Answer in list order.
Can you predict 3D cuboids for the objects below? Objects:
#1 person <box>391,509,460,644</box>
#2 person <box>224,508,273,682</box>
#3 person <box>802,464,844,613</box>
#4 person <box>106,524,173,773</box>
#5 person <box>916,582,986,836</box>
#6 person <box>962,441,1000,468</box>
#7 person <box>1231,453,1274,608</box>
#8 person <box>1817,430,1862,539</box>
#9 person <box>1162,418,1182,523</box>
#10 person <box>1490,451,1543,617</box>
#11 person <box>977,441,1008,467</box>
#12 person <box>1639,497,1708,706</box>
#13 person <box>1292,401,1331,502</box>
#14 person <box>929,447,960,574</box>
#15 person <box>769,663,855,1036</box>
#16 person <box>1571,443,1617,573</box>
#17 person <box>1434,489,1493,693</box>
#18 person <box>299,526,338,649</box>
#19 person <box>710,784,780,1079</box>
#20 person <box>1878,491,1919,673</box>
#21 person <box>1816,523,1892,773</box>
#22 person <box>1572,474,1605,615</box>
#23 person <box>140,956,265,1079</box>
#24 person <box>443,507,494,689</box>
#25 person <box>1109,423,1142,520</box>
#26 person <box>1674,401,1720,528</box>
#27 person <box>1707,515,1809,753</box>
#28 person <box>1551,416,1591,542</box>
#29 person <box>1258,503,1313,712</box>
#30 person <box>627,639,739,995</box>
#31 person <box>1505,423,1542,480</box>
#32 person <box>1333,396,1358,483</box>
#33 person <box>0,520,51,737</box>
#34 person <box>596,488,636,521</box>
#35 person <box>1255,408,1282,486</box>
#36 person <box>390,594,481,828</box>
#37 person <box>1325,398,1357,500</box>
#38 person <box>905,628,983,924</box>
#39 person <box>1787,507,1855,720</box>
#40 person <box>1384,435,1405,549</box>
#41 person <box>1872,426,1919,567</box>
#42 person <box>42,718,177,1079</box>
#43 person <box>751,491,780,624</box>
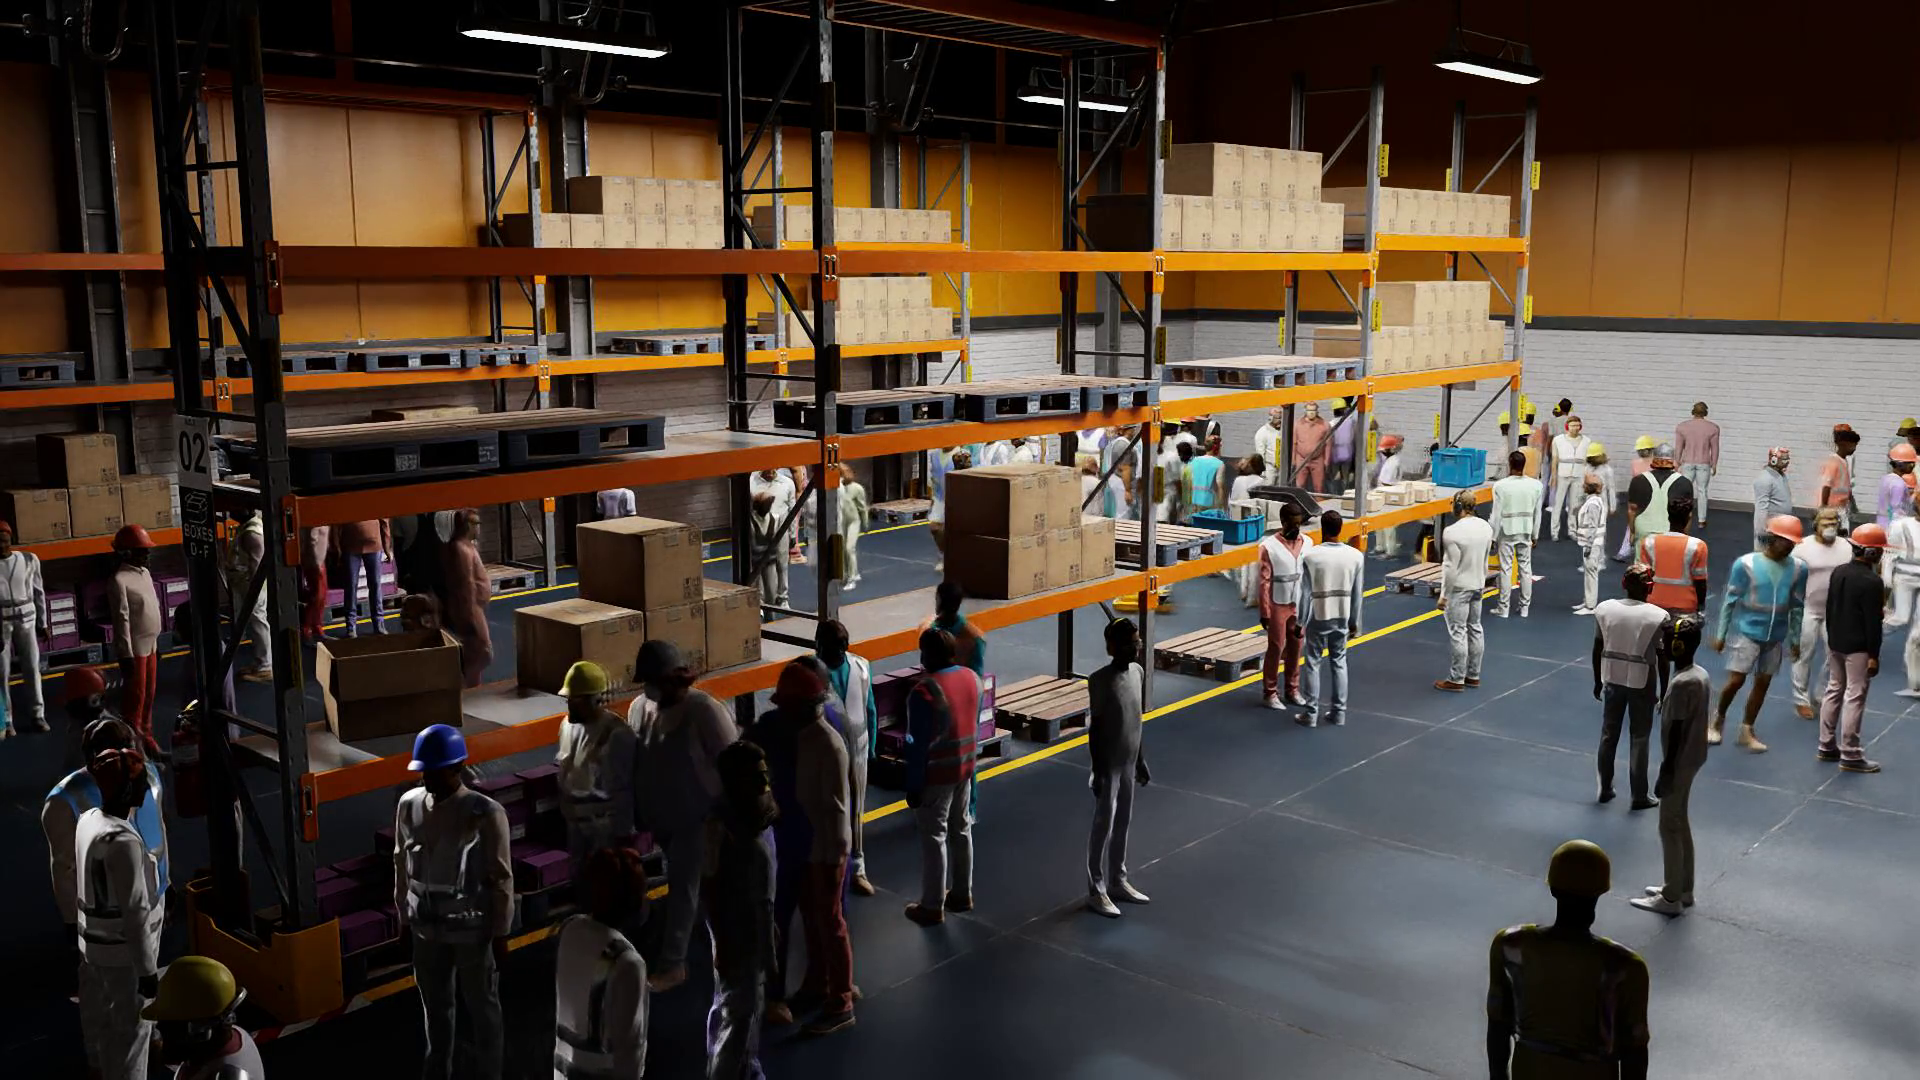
[{"bbox_3d":[-5.393,0.230,16.909,0.682,2.000,0.535,-3,10,-16],"label":"person"},{"bbox_3d":[-6.904,0.454,16.169,0.429,1.841,0.633,-5,11,-25],"label":"person"},{"bbox_3d":[-1.581,-0.077,19.271,0.569,1.868,0.504,4,10,24],"label":"person"},{"bbox_3d":[-6.554,0.861,13.282,0.381,1.994,0.620,-1,10,-7],"label":"person"},{"bbox_3d":[-0.045,1.187,11.711,0.614,1.863,0.651,6,11,33],"label":"person"},{"bbox_3d":[0.293,-0.891,23.791,0.607,1.987,0.410,-5,11,-27],"label":"person"},{"bbox_3d":[3.468,-0.111,19.597,0.550,1.817,0.458,8,13,41],"label":"person"},{"bbox_3d":[11.268,-0.436,21.222,0.782,1.924,0.610,7,12,35],"label":"person"},{"bbox_3d":[3.014,-0.922,24.163,0.398,1.920,0.587,4,10,22],"label":"person"},{"bbox_3d":[6.353,-0.065,19.035,0.593,1.920,0.391,-1,10,-7],"label":"person"},{"bbox_3d":[0.410,-0.713,22.854,0.372,1.933,0.551,-8,12,-40],"label":"person"},{"bbox_3d":[6.445,0.580,15.041,0.602,1.967,0.366,9,13,42],"label":"person"},{"bbox_3d":[5.495,-1.238,26.128,0.641,1.897,0.400,3,10,15],"label":"person"},{"bbox_3d":[-0.169,-0.526,21.518,0.660,2.014,0.538,6,11,33],"label":"person"},{"bbox_3d":[-0.785,1.616,8.813,0.414,1.985,0.635,-5,11,-28],"label":"person"},{"bbox_3d":[8.271,-0.417,21.764,0.738,1.711,0.497,-5,11,-29],"label":"person"},{"bbox_3d":[4.751,0.479,15.727,0.627,1.940,0.376,-7,12,-35],"label":"person"},{"bbox_3d":[-6.814,0.270,17.558,0.485,1.743,0.621,-2,10,-12],"label":"person"},{"bbox_3d":[-1.043,1.925,7.804,0.432,1.704,0.534,-4,10,-21],"label":"person"},{"bbox_3d":[9.406,0.396,16.467,0.576,1.867,0.643,0,10,-1],"label":"person"},{"bbox_3d":[7.189,0.851,13.343,0.395,1.994,0.613,-1,10,-4],"label":"person"},{"bbox_3d":[7.267,0.049,19.185,0.306,1.640,0.522,3,10,20],"label":"person"},{"bbox_3d":[-2.461,2.246,5.495,0.403,1.832,0.595,-5,11,-26],"label":"person"},{"bbox_3d":[-4.391,0.649,14.827,0.498,1.893,0.672,-3,10,-20],"label":"person"},{"bbox_3d":[2.295,-0.721,22.592,0.535,2.000,0.700,0,10,-2],"label":"person"},{"bbox_3d":[11.276,-1.154,25.482,0.630,1.940,0.370,4,10,25],"label":"person"},{"bbox_3d":[6.629,0.776,13.763,0.666,2.011,0.545,0,10,1],"label":"person"},{"bbox_3d":[8.867,-0.894,24.197,0.564,1.846,0.392,0,10,-3],"label":"person"},{"bbox_3d":[2.950,0.598,15.121,0.597,1.908,0.401,-6,11,-31],"label":"person"},{"bbox_3d":[-1.565,1.457,9.583,0.703,2.000,1.031,6,11,32],"label":"person"},{"bbox_3d":[7.510,-0.610,22.315,0.595,1.911,0.399,-5,11,-29],"label":"person"},{"bbox_3d":[7.129,-1.901,30.668,0.320,1.692,0.531,-7,12,-35],"label":"person"},{"bbox_3d":[-8.158,0.754,14.280,0.600,1.876,0.371,-9,13,-42],"label":"person"},{"bbox_3d":[-4.058,-0.076,19.761,0.540,1.695,0.317,4,10,25],"label":"person"},{"bbox_3d":[4.703,-1.038,24.927,0.652,1.897,0.399,-7,12,-35],"label":"person"},{"bbox_3d":[-3.552,1.275,11.242,0.653,1.861,0.985,9,13,43],"label":"person"},{"bbox_3d":[6.086,-1.333,26.651,0.649,1.912,0.473,-1,10,-5],"label":"person"},{"bbox_3d":[-0.122,1.445,10.280,0.430,1.839,0.638,7,12,38],"label":"person"},{"bbox_3d":[7.587,0.663,14.662,0.661,1.922,0.559,1,10,6],"label":"person"},{"bbox_3d":[6.123,-0.683,23.591,0.319,1.631,0.524,4,10,21],"label":"person"},{"bbox_3d":[12.555,-0.536,21.875,1.031,1.901,0.616,-3,10,-19],"label":"person"},{"bbox_3d":[-4.172,1.777,8.267,0.429,1.842,0.636,4,10,24],"label":"person"},{"bbox_3d":[-2.111,0.291,17.817,0.489,1.617,0.501,-4,10,-23],"label":"person"}]
